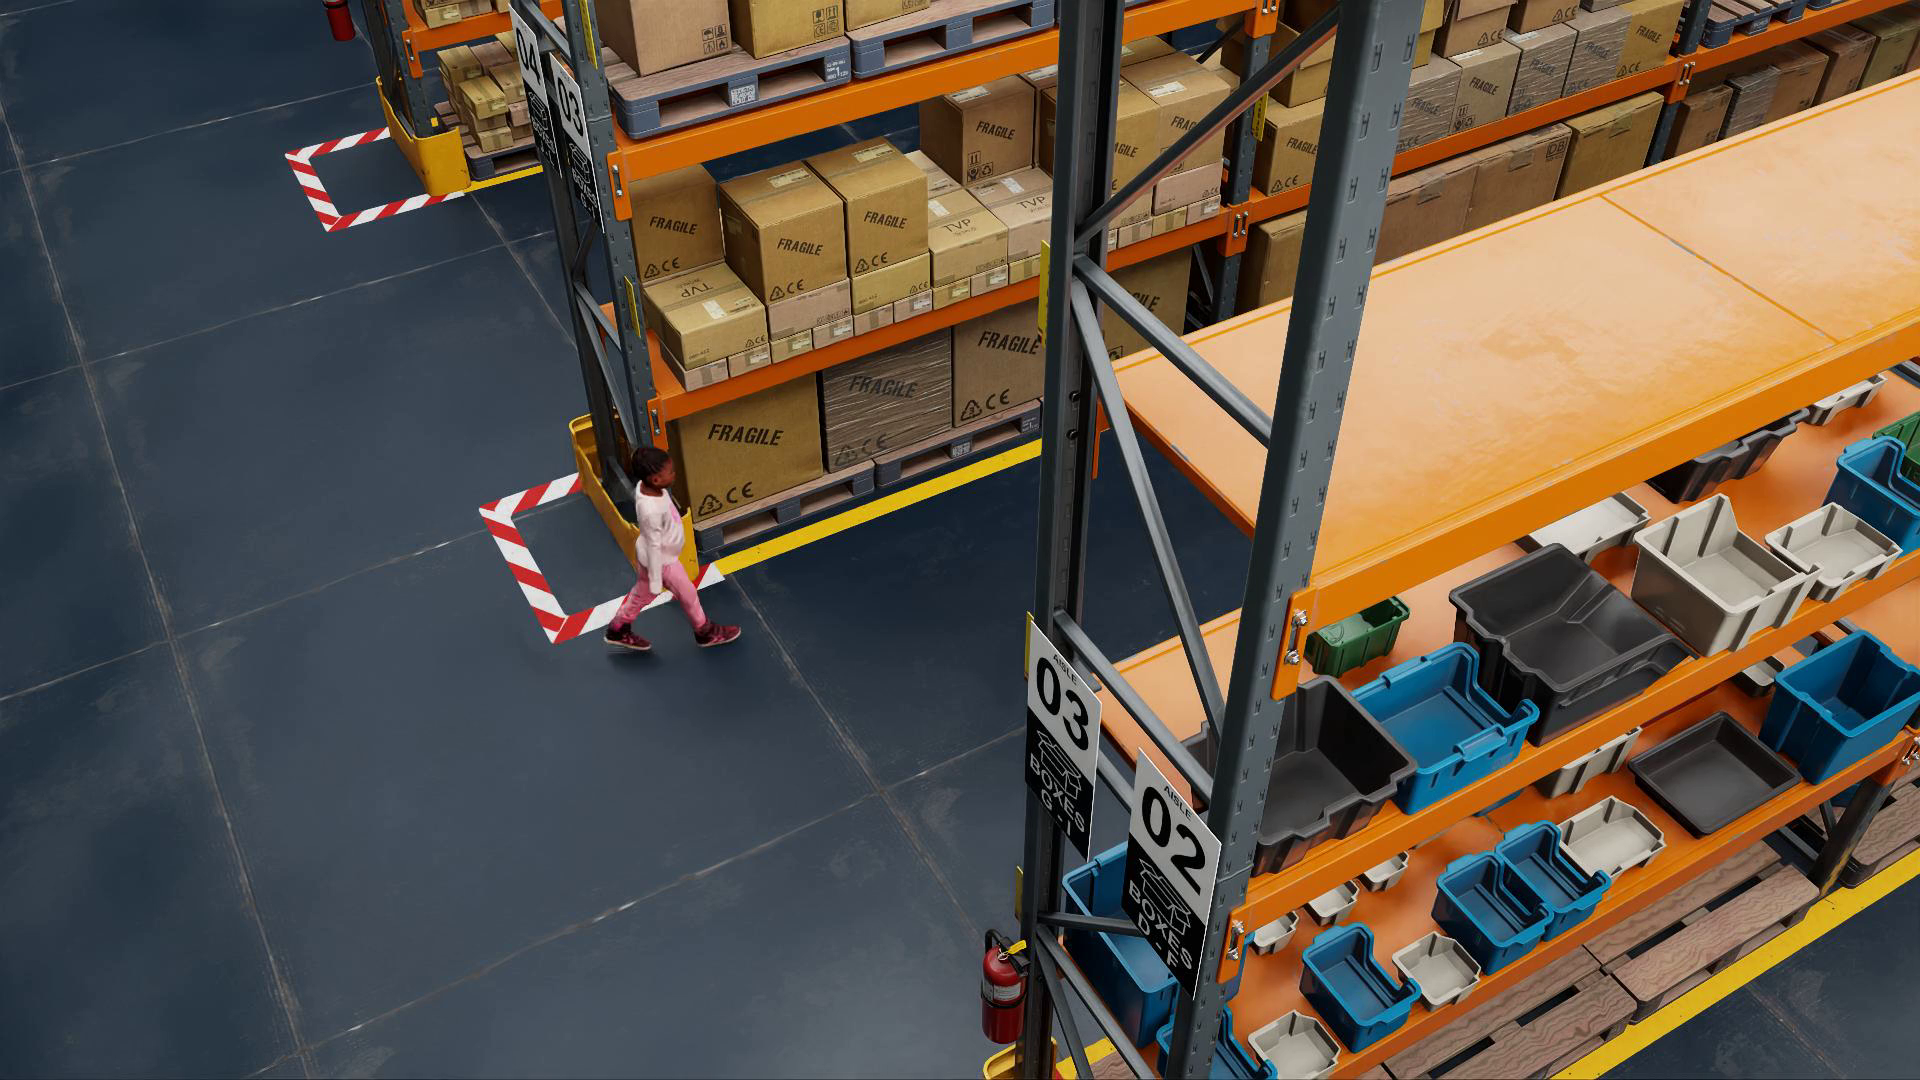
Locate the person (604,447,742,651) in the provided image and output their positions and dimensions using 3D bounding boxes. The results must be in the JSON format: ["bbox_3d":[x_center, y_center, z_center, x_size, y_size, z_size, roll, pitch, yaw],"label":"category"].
[{"bbox_3d":[-1.699,0.084,8.974,1.047,1.429,0.751,-10,44,-10],"label":"person"}]
